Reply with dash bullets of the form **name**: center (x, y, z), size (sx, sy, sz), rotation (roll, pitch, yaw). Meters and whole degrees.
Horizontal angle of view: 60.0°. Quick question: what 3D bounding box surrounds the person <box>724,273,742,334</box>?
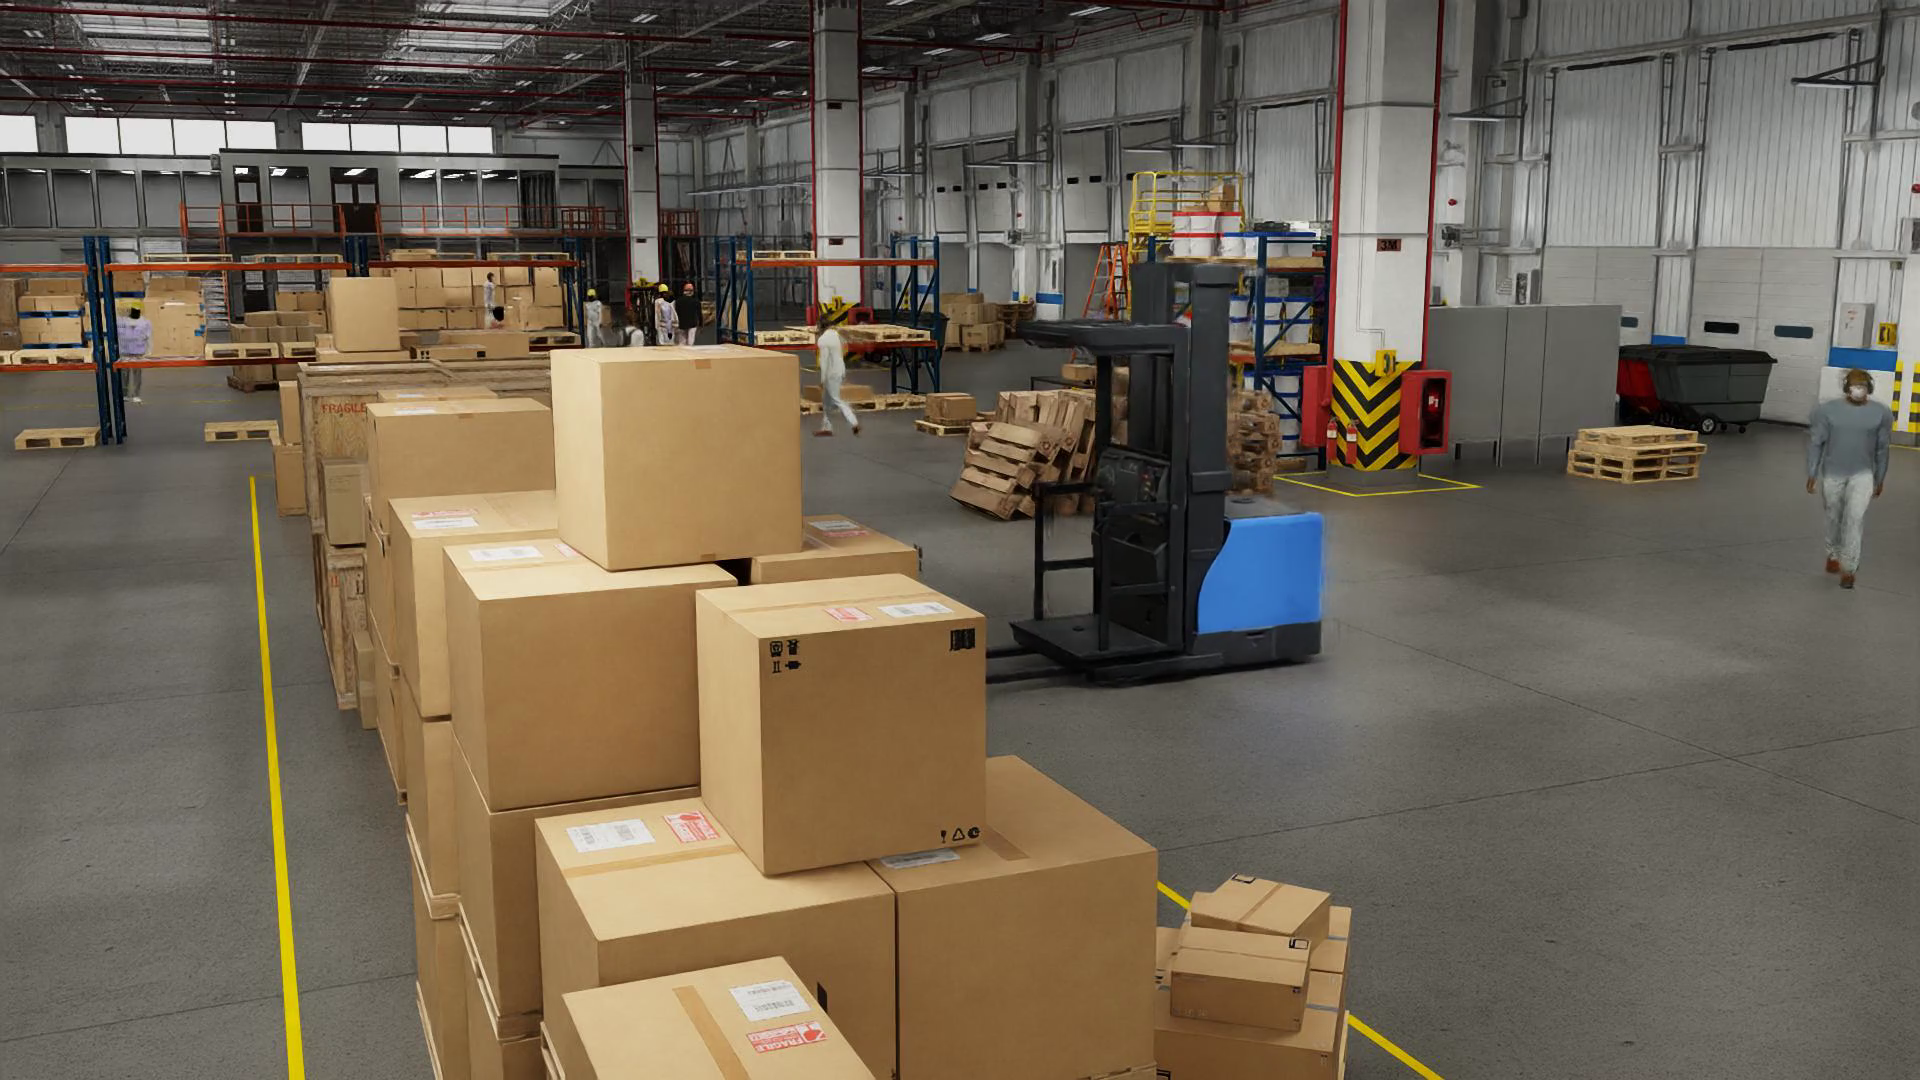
- **person**: center (-7.100, -7.381, 52.016), size (0.612, 1.923, 0.793), rotation (4, 11, 23)

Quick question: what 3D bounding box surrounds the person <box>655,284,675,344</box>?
- **person**: center (-6.989, -5.083, 39.368), size (0.582, 1.919, 0.396), rotation (-8, 13, -38)

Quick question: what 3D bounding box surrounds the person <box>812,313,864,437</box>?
- **person**: center (-1.830, -2.475, 25.057), size (0.785, 1.899, 0.638), rotation (1, 10, 7)

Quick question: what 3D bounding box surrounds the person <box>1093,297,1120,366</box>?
- **person**: center (2.737, -3.745, 32.062), size (0.920, 1.893, 0.566), rotation (-7, 13, -36)

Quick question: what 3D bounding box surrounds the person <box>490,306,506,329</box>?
- **person**: center (-8.961, -3.701, 32.353), size (0.374, 1.681, 0.563), rotation (-7, 13, -36)

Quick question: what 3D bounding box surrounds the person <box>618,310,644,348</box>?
- **person**: center (-5.507, -2.922, 27.755), size (0.525, 1.822, 0.792), rotation (4, 11, 22)

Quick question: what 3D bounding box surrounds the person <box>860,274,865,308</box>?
- **person**: center (-3.434, -8.051, 55.695), size (0.586, 1.920, 0.419), rotation (4, 11, 21)

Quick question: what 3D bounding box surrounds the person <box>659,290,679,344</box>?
- **person**: center (-6.524, -4.679, 37.340), size (0.429, 1.843, 0.633), rotation (-3, 11, -14)

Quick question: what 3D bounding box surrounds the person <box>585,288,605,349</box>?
- **person**: center (-9.418, -5.625, 42.876), size (0.495, 1.722, 0.707), rotation (2, 11, 12)

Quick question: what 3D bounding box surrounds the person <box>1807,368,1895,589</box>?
- **person**: center (7.787, -0.569, 14.592), size (0.640, 1.894, 1.034), rotation (5, 12, 27)

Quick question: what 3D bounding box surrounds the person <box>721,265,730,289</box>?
- **person**: center (-10.690, -11.819, 76.369), size (0.635, 1.957, 0.663), rotation (1, 10, 6)

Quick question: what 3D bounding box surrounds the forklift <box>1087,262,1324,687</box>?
- **forklift**: center (1.533, -0.537, 11.646), size (1.873, 2.768, 1.129), rotation (-4, 11, -23)

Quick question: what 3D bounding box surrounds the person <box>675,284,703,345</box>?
- **person**: center (-6.270, -4.951, 38.543), size (0.656, 1.940, 0.991), rotation (-1, 10, -3)

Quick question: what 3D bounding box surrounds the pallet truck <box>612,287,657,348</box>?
- **pallet truck**: center (-6.464, -4.406, 35.401), size (0.823, 1.965, 1.885), rotation (6, 12, 32)

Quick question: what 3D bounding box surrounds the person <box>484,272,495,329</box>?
- **person**: center (-14.944, -7.541, 52.889), size (0.379, 1.931, 0.625), rotation (0, 10, -1)

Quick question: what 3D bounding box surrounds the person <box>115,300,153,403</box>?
- **person**: center (-15.115, -3.446, 30.440), size (0.663, 1.876, 0.424), rotation (-5, 12, -27)
